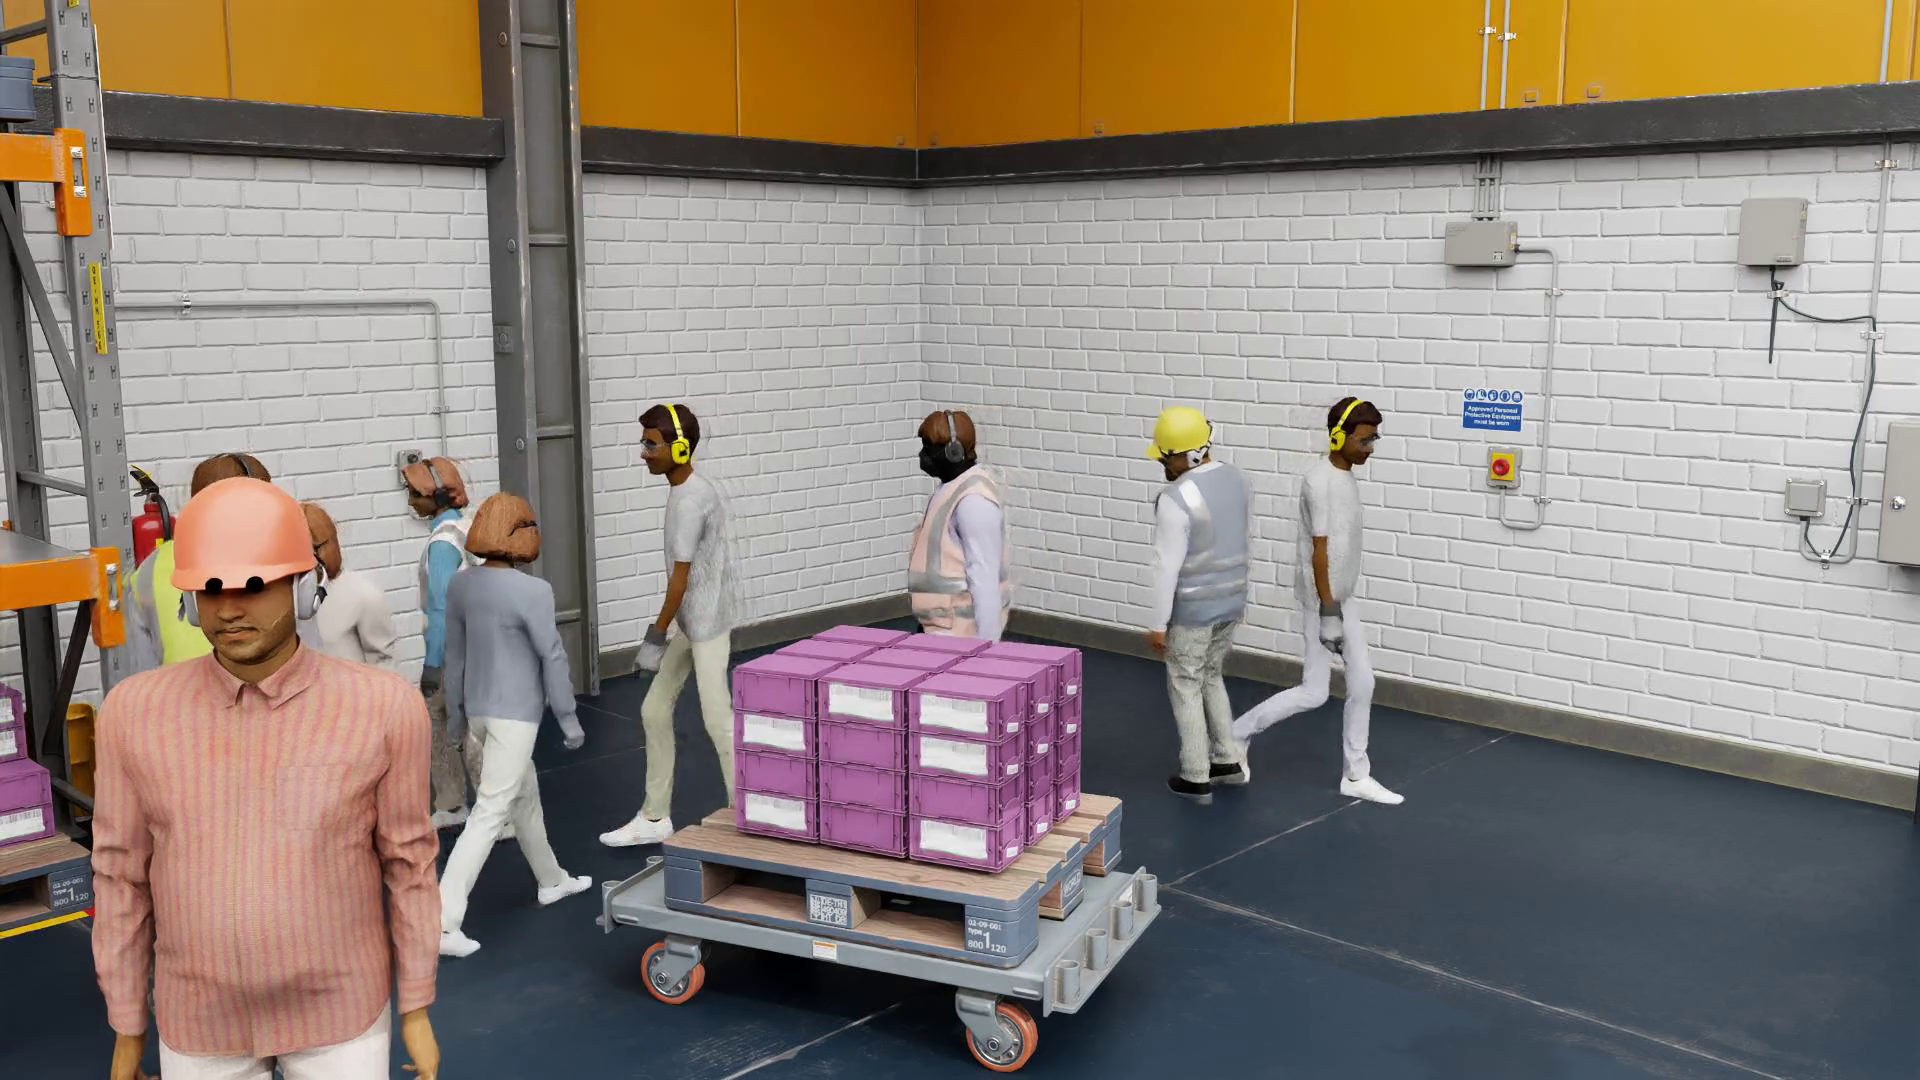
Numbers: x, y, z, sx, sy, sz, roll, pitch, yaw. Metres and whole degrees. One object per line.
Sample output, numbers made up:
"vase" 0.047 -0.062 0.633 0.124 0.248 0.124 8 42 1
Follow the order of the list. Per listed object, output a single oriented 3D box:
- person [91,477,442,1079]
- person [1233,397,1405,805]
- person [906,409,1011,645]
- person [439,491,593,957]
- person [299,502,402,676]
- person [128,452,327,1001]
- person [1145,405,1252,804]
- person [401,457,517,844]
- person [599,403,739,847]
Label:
"person" -1.279 0.872 3.102 0.608 1.996 0.380 -2 9 -12
"person" 1.552 0.266 7.362 0.760 1.828 0.512 6 11 35
"person" -0.008 0.347 6.980 0.969 1.794 0.658 -1 9 -6
"person" -1.619 0.632 5.859 0.499 1.598 0.864 7 11 36
"person" -2.234 0.613 5.977 0.535 1.579 0.897 2 9 11
"person" -2.270 0.635 5.145 0.613 1.807 0.808 3 10 17
"person" 1.051 0.294 7.304 0.637 1.786 0.404 -9 13 -43
"person" -2.098 0.459 6.770 0.583 1.610 0.566 -2 9 -9
"person" -1.158 0.378 6.619 0.779 1.834 0.512 -3 10 -15
